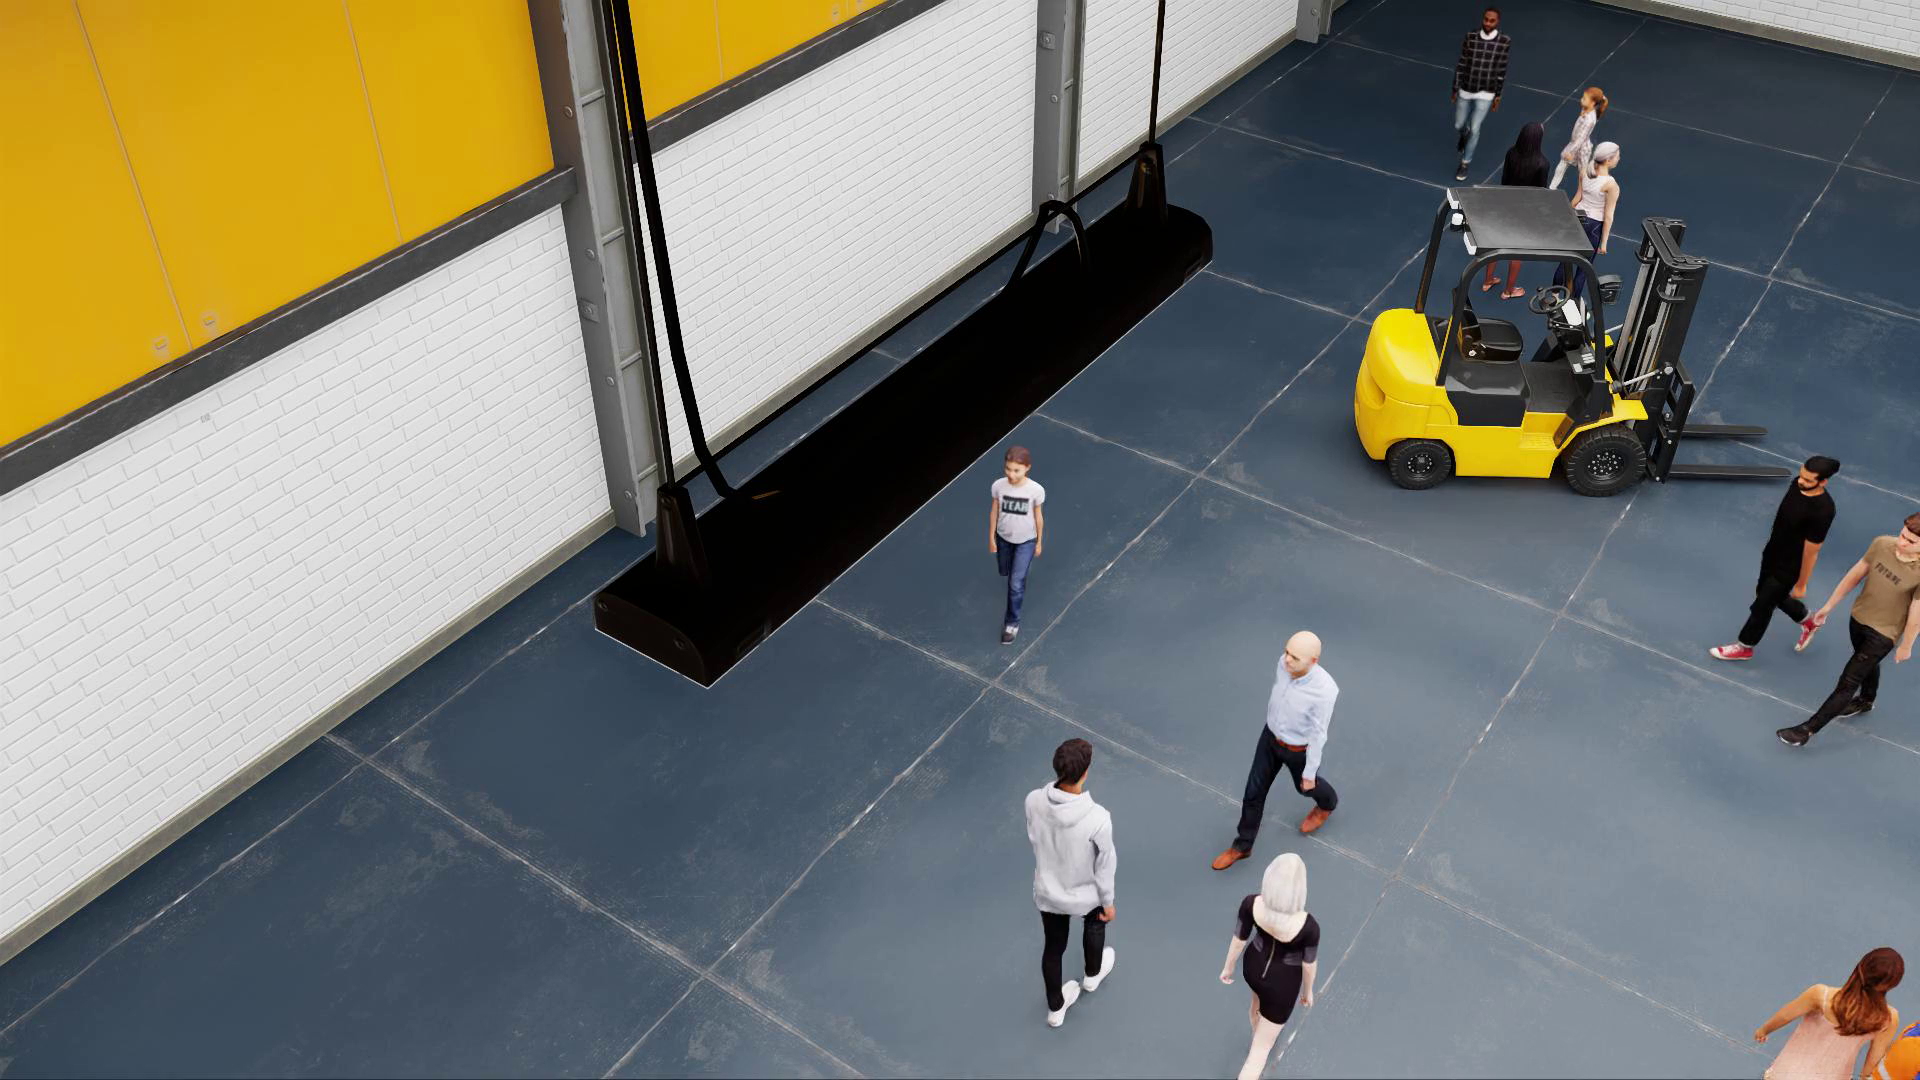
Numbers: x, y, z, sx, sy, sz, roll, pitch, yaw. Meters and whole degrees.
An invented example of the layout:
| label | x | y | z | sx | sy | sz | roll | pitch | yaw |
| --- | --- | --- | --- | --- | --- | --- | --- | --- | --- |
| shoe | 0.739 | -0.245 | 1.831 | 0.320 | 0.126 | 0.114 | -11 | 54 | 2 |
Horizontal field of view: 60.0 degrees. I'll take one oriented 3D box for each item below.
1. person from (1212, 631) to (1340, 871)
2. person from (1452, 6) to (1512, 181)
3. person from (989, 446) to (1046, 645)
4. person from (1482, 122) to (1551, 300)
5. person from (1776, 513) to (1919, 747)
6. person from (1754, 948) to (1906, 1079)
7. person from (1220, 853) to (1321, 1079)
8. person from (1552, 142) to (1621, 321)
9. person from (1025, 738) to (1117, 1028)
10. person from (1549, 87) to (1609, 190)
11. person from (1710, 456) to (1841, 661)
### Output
| label | x | y | z | sx | sy | sz | roll | pitch | yaw |
| --- | --- | --- | --- | --- | --- | --- | --- | --- | --- |
| person | 2.047 | 1.219 | 9.955 | 1.284 | 1.759 | 0.949 | -23 | 44 | -26 |
| person | 5.421 | -4.708 | 17.346 | 0.783 | 1.799 | 1.013 | 15 | 41 | 18 |
| person | 0.412 | -0.060 | 11.730 | 0.739 | 1.543 | 1.031 | 11 | 40 | 13 |
| person | 5.144 | -3.051 | 15.334 | 0.610 | 1.720 | 0.667 | -26 | 46 | -29 |
| person | 6.001 | 0.542 | 10.770 | 1.277 | 1.801 | 1.144 | -10 | 40 | -13 |
| person | 4.123 | 2.703 | 8.087 | 0.921 | 1.773 | 1.271 | 7 | 39 | 9 |
| person | 1.558 | 2.336 | 8.521 | 0.666 | 1.804 | 1.118 | 20 | 43 | 23 |
| person | 5.642 | -2.789 | 15.022 | 0.682 | 1.701 | 0.685 | -19 | 42 | -22 |
| person | 0.543 | 1.939 | 8.945 | 0.816 | 1.896 | 0.900 | 20 | 43 | 23 |
| person | 6.317 | -3.920 | 16.776 | 0.835 | 1.279 | 0.942 | 7 | 39 | 8 |
| person | 5.716 | 0.139 | 11.330 | 1.064 | 1.732 | 1.066 | -1 | 39 | -1 |
